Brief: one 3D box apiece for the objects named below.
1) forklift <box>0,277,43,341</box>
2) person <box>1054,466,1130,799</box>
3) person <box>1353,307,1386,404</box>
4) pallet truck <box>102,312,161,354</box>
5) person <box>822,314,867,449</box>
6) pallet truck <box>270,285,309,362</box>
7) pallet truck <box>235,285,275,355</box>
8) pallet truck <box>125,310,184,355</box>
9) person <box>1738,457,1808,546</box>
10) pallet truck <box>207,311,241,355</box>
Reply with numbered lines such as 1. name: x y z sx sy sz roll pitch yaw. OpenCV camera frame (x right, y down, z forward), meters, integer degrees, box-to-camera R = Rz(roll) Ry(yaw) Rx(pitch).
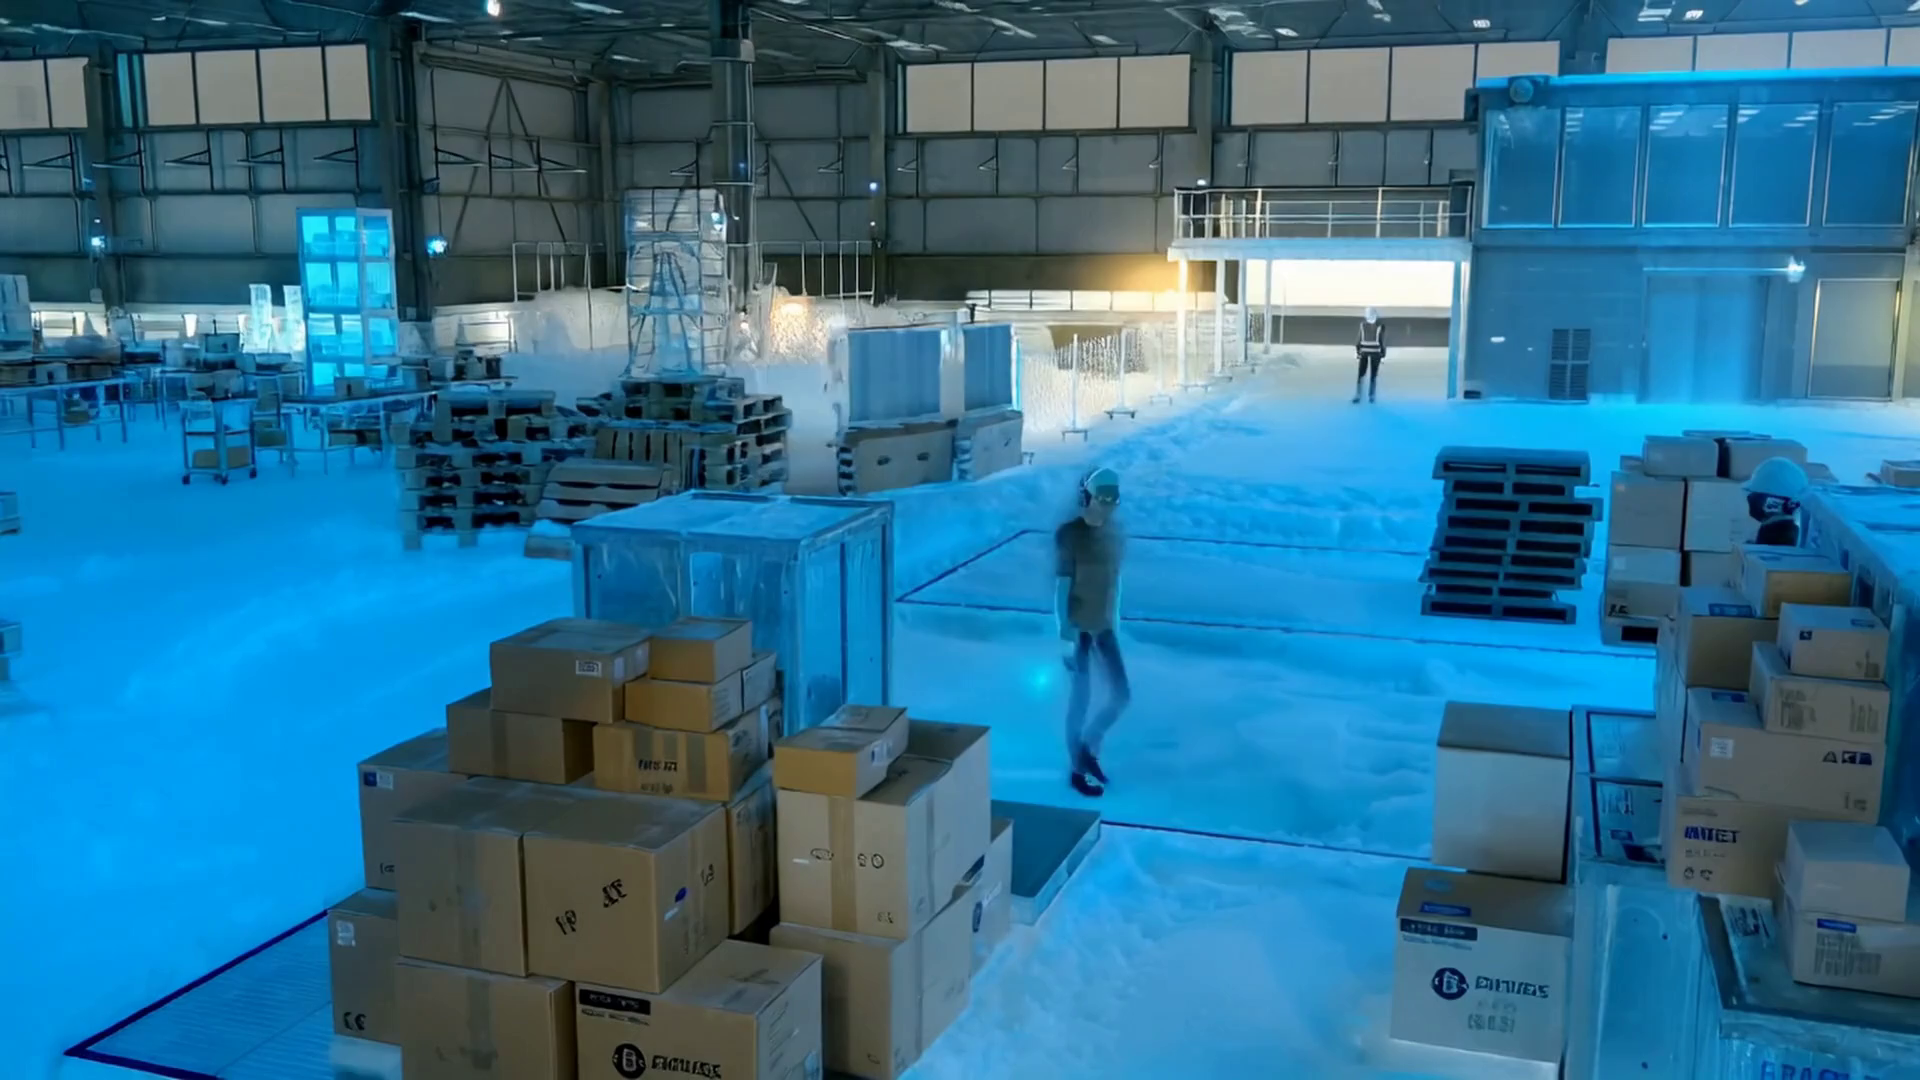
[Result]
1. forklift: -27.151 -6.329 46.328 1.157 1.987 2.680 3 11 17
2. person: 0.720 0.509 9.121 0.506 1.847 0.384 -6 11 -29
3. person: 7.820 -3.517 31.768 0.592 1.848 0.851 5 11 27
4. pallet truck: -23.057 -5.777 46.261 0.680 1.201 1.601 3 11 19
5. person: -1.718 -2.383 24.944 0.853 2.016 0.612 -8 13 -39
6. pallet truck: -17.147 -5.700 43.663 0.823 1.965 1.885 3 11 17
7. pallet truck: -18.327 -5.835 44.421 0.823 1.965 1.885 4 11 23
8. pallet truck: -22.038 -5.665 45.457 0.704 1.261 1.522 3 11 17
9. person: 4.014 0.579 8.299 0.611 1.997 0.375 -10 14 -44
10. pallet truck: -19.537 -5.575 44.913 0.653 1.274 1.630 3 11 19
